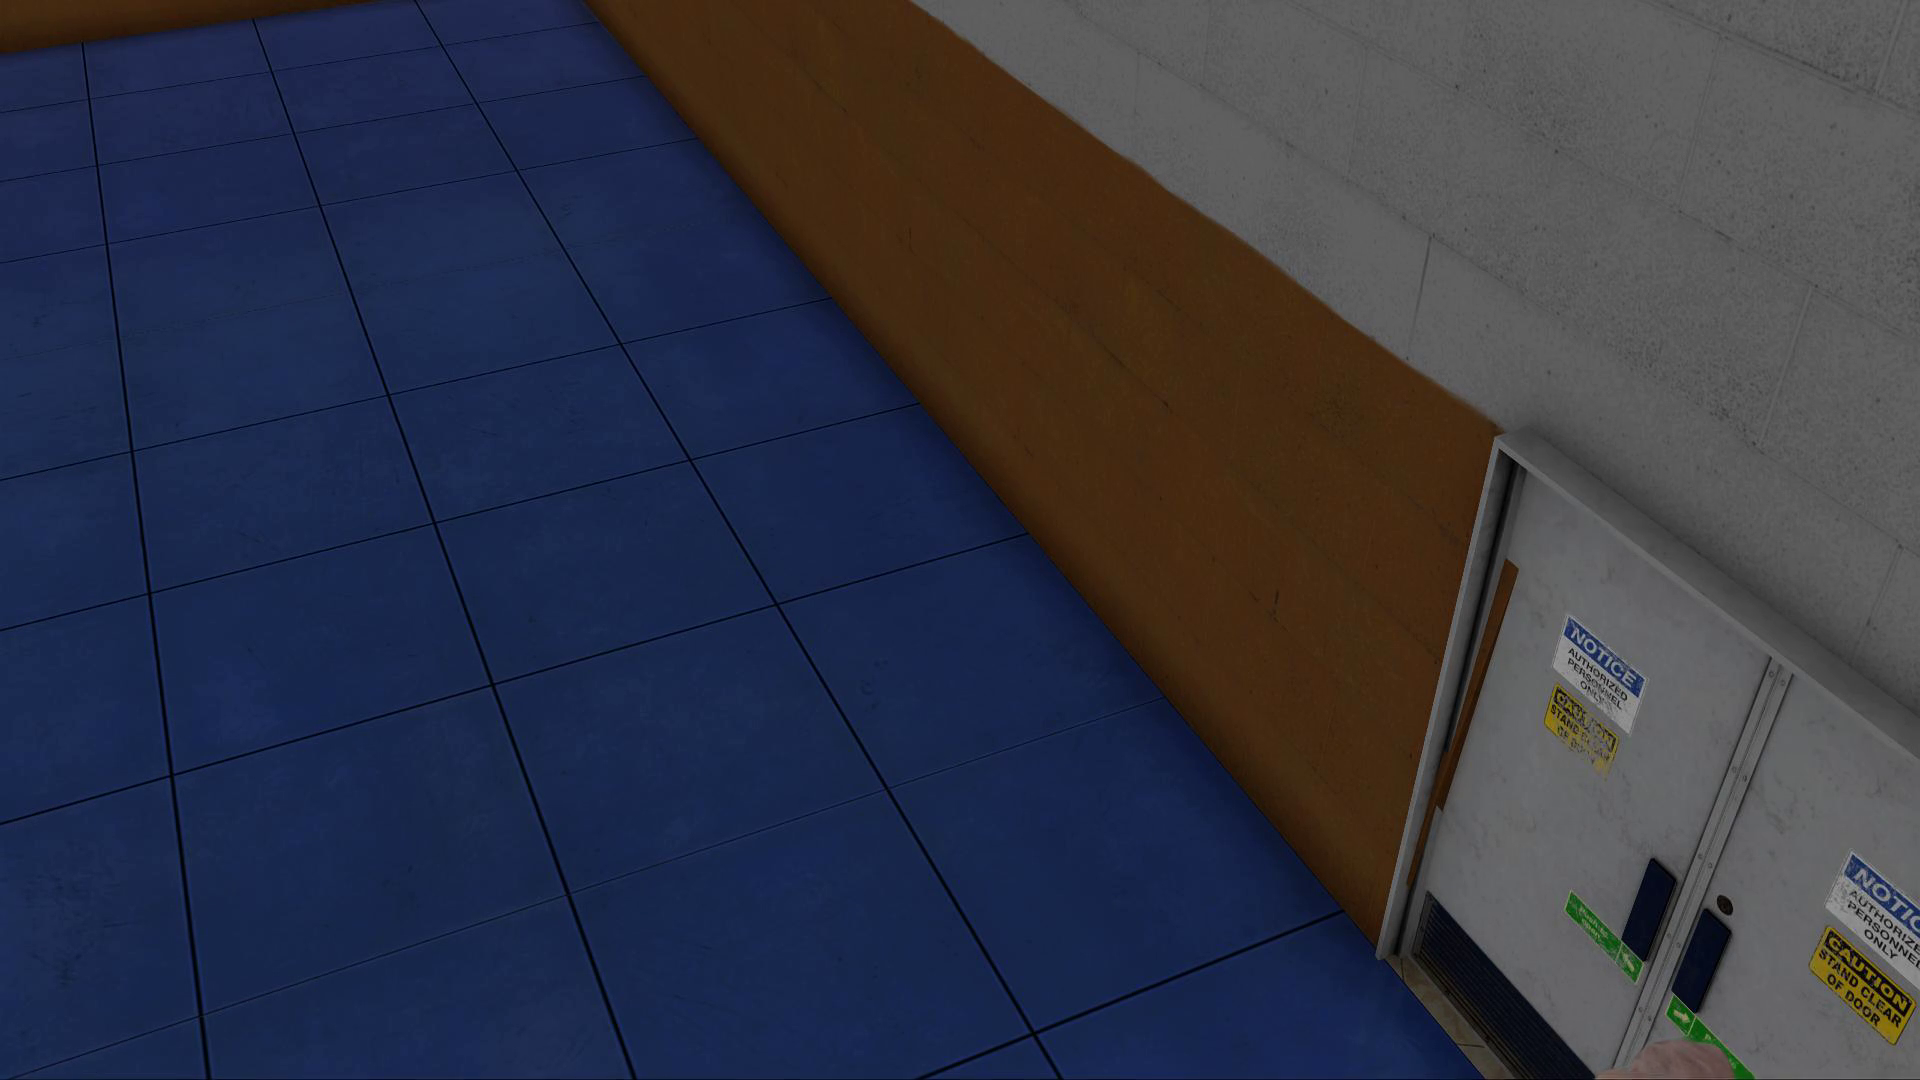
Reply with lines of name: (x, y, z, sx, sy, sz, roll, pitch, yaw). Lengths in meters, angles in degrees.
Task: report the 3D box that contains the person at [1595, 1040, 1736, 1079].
person: (1.658, 1.867, 4.270, 0.641, 1.756, 0.697, -4, 37, -5)
